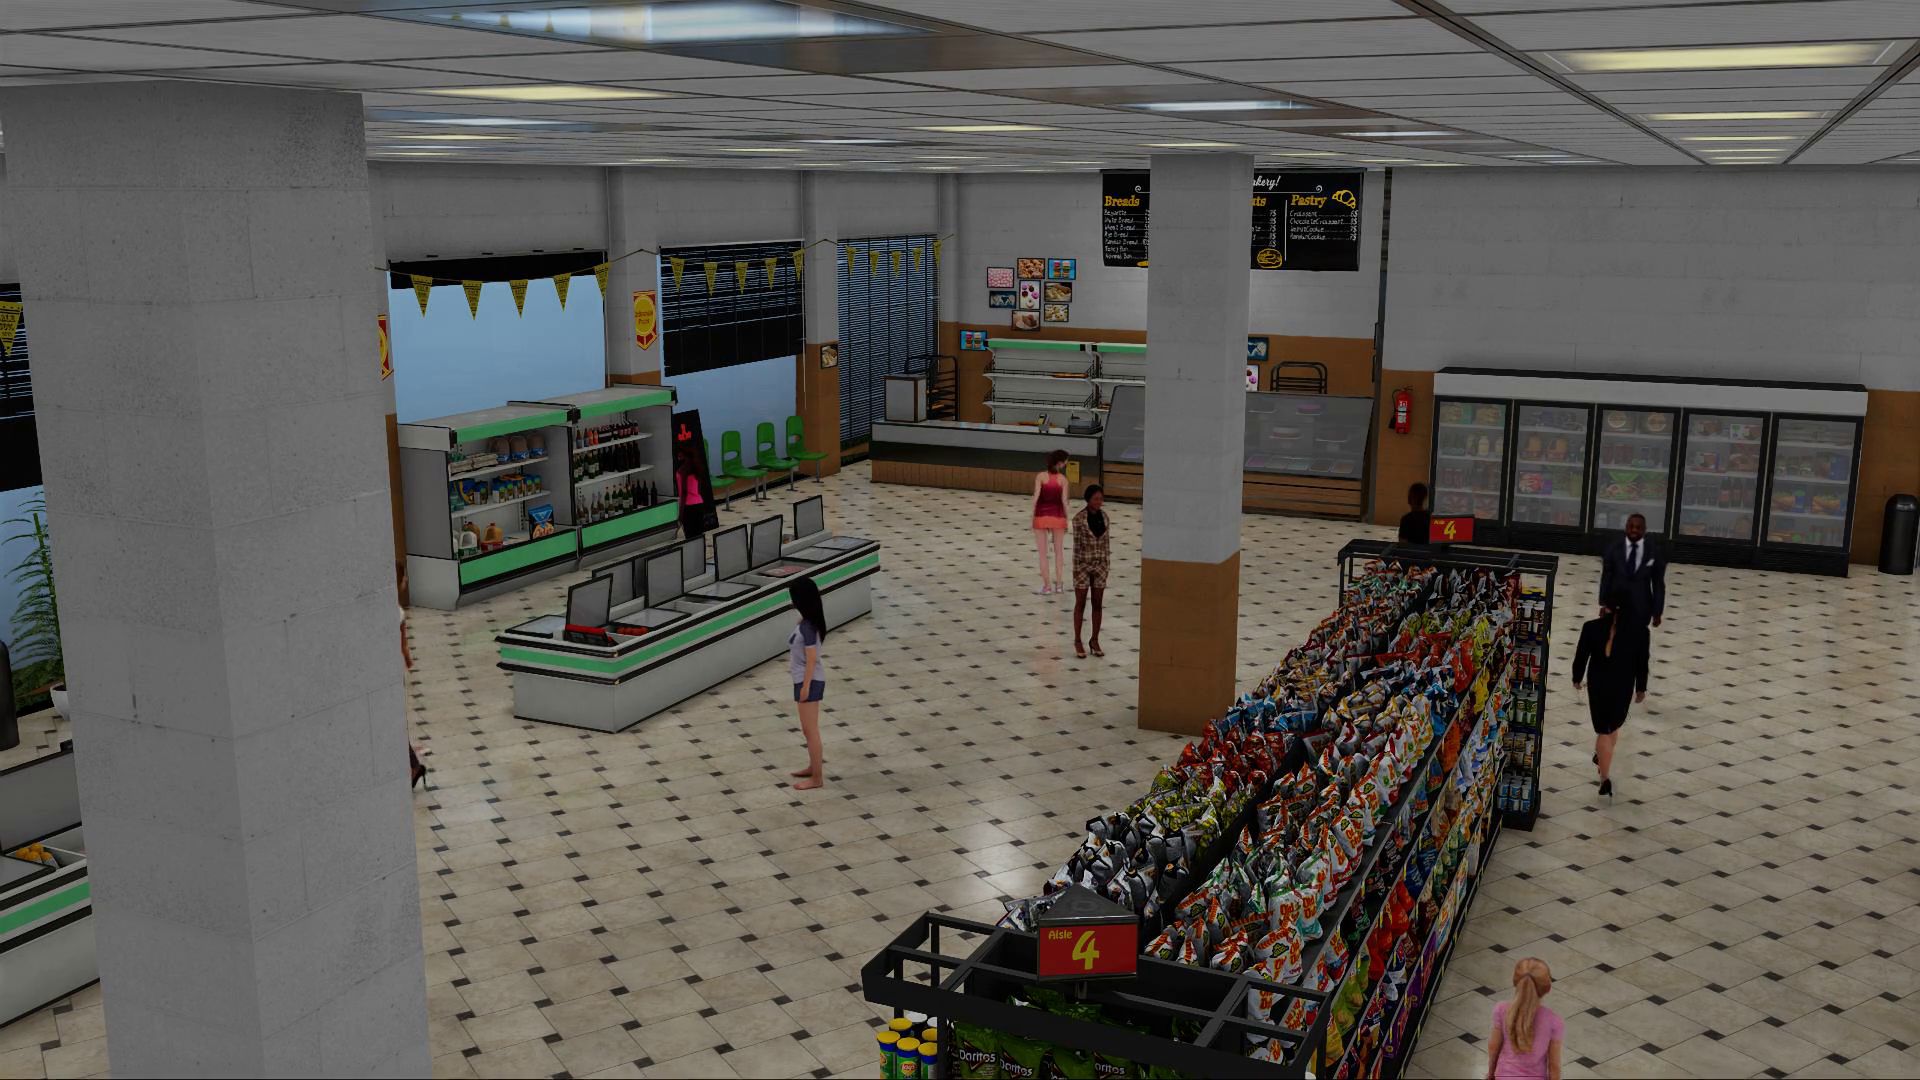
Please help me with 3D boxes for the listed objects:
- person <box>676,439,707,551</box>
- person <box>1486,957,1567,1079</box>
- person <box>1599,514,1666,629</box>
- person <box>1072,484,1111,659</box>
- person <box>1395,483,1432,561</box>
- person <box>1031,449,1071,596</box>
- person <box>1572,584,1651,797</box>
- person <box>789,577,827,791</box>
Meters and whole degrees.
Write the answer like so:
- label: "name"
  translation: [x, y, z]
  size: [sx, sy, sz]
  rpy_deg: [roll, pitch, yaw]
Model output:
- label: "person"
  translation: [-3.278, -0.385, 20.386]
  size: [0.622, 1.726, 0.495]
  rpy_deg: [7, 14, 28]
- label: "person"
  translation: [2.570, 2.540, 7.633]
  size: [0.483, 1.257, 0.521]
  rpy_deg: [5, 13, 24]
- label: "person"
  translation: [6.180, 0.650, 15.349]
  size: [0.743, 1.776, 1.202]
  rpy_deg: [5, 13, 22]
- label: "person"
  translation: [1.319, 0.309, 16.931]
  size: [0.664, 1.792, 0.728]
  rpy_deg: [-5, 13, -21]
- label: "person"
  translation: [4.607, 0.337, 16.797]
  size: [1.047, 1.791, 0.981]
  rpy_deg: [-9, 15, -37]
- label: "person"
  translation: [1.046, -0.222, 19.580]
  size: [0.668, 1.739, 0.662]
  rpy_deg: [-4, 12, -16]
- label: "person"
  translation: [5.090, 1.219, 13.010]
  size: [0.845, 1.626, 1.156]
  rpy_deg: [3, 12, 13]
- label: "person"
  translation: [-1.209, 1.125, 13.261]
  size: [0.738, 1.706, 0.630]
  rpy_deg: [-1, 12, -5]
